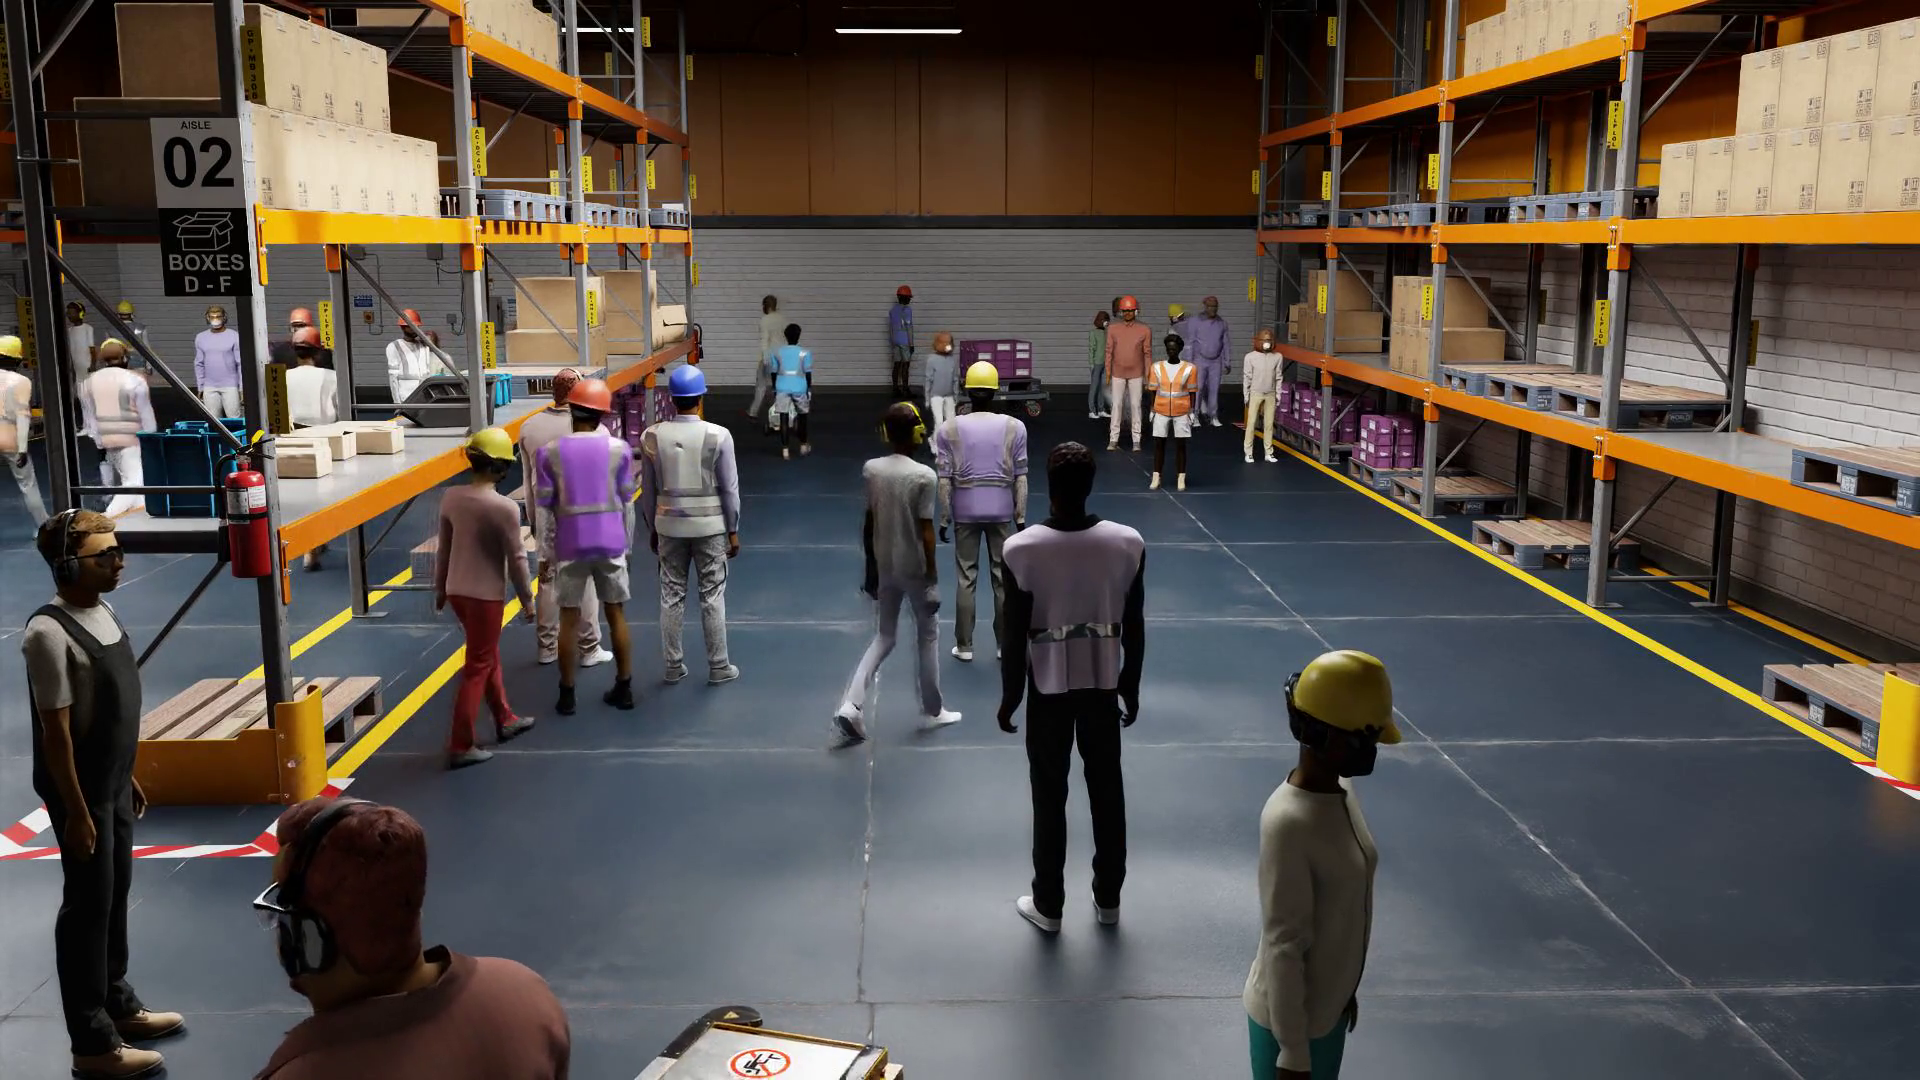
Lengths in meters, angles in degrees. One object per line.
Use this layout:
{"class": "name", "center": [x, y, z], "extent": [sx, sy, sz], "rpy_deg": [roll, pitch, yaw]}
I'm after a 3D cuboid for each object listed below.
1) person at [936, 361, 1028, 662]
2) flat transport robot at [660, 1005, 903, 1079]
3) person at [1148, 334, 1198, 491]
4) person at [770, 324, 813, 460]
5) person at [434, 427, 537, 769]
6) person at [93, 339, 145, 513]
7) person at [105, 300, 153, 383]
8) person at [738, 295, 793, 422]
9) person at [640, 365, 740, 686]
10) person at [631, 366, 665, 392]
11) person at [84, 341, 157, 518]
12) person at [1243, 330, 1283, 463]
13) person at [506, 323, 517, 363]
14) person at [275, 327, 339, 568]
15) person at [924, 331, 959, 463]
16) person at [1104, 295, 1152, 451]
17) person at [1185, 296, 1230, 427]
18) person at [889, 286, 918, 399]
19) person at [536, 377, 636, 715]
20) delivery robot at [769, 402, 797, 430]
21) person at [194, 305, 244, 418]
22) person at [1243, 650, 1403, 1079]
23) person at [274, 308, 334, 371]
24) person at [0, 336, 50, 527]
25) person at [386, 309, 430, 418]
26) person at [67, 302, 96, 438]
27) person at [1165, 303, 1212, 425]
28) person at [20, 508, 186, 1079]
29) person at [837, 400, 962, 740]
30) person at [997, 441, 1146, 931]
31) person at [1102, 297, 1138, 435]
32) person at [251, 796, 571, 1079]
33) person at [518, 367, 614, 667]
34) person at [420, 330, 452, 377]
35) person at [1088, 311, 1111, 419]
{"class": "person", "center": [0.139, -0.173, 10.625], "extent": [0.586, 1.928, 0.364], "rpy_deg": [-1, 10, -5]}
{"class": "flat transport robot", "center": [-0.702, 1.726, 4.663], "extent": [0.652, 0.197, 1.431], "rpy_deg": [3, 11, 17]}
{"class": "person", "center": [2.292, -1.373, 17.953], "extent": [0.535, 1.697, 0.322], "rpy_deg": [3, 11, 15]}
{"class": "person", "center": [-2.086, -1.853, 20.709], "extent": [0.557, 1.647, 0.827], "rpy_deg": [1, 10, 5]}
{"class": "person", "center": [-2.410, 0.277, 8.651], "extent": [0.533, 1.732, 0.785], "rpy_deg": [7, 12, 34]}
{"class": "person", "center": [-8.252, -1.094, 16.288], "extent": [0.744, 1.732, 0.589], "rpy_deg": [8, 13, 37]}
{"class": "person", "center": [-11.977, -2.535, 24.038], "extent": [0.590, 1.837, 0.404], "rpy_deg": [-2, 10, -14]}
{"class": "person", "center": [-2.821, -2.650, 24.520], "extent": [1.005, 1.885, 0.658], "rpy_deg": [7, 12, 34]}
{"class": "person", "center": [-1.617, -0.078, 10.036], "extent": [0.605, 1.951, 0.382], "rpy_deg": [2, 10, 9]}
{"class": "person", "center": [-4.584, -2.563, 24.226], "extent": [1.030, 1.827, 0.561], "rpy_deg": [-5, 11, -27]}
{"class": "person", "center": [-7.494, -0.865, 14.838], "extent": [0.639, 1.807, 0.817], "rpy_deg": [3, 11, 15]}
{"class": "person", "center": [3.680, -1.745, 20.235], "extent": [0.492, 1.625, 0.284], "rpy_deg": [-2, 10, -10]}
{"class": "person", "center": [-5.950, -2.219, 22.900], "extent": [0.530, 1.600, 0.788], "rpy_deg": [7, 12, 32]}
{"class": "person", "center": [-5.408, -0.774, 13.862], "extent": [0.597, 1.982, 1.103], "rpy_deg": [-1, 10, -5]}
{"class": "person", "center": [-0.258, -1.730, 20.164], "extent": [0.525, 1.614, 0.489], "rpy_deg": [-8, 13, -38]}
{"class": "person", "center": [2.156, -2.137, 21.378], "extent": [0.608, 1.995, 0.377], "rpy_deg": [2, 10, 11]}
{"class": "person", "center": [3.603, -2.589, 24.177], "extent": [0.664, 1.897, 0.411], "rpy_deg": [-3, 11, -16]}
{"class": "person", "center": [-0.970, -3.386, 28.527], "extent": [0.374, 1.928, 0.542], "rpy_deg": [-9, 14, -42]}
{"class": "person", "center": [-2.118, 0.036, 9.491], "extent": [0.556, 1.922, 0.424], "rpy_deg": [-2, 10, -11]}
{"class": "delivery robot", "center": [-2.454, -1.771, 23.093], "extent": [0.477, 0.478, 0.707], "rpy_deg": [0, 10, 0]}
{"class": "person", "center": [-8.711, -1.794, 19.622], "extent": [0.636, 1.939, 0.364], "rpy_deg": [1, 10, 4]}
{"class": "person", "center": [0.845, 1.116, 3.924], "extent": [0.328, 1.760, 0.524], "rpy_deg": [5, 11, 25]}
{"class": "person", "center": [-6.981, -1.489, 17.825], "extent": [0.654, 1.966, 0.777], "rpy_deg": [-2, 10, -10]}
{"class": "person", "center": [-8.465, -0.862, 14.686], "extent": [0.661, 1.857, 0.921], "rpy_deg": [0, 10, 3]}
{"class": "person", "center": [-6.097, -1.600, 18.549], "extent": [0.358, 1.938, 0.542], "rpy_deg": [6, 12, 32]}
{"class": "person", "center": [-12.061, -2.336, 22.881], "extent": [0.508, 1.862, 0.325], "rpy_deg": [5, 11, 27]}
{"class": "person", "center": [3.329, -2.560, 24.317], "extent": [0.612, 1.796, 0.723], "rpy_deg": [-8, 13, -39]}
{"class": "person", "center": [-2.783, 0.810, 5.379], "extent": [0.346, 1.846, 0.506], "rpy_deg": [-2, 10, -10]}
{"class": "person", "center": [-0.317, 0.170, 8.955], "extent": [0.544, 1.846, 0.811], "rpy_deg": [8, 13, 37]}
{"class": "person", "center": [0.436, 0.577, 6.473], "extent": [0.587, 1.920, 0.391], "rpy_deg": [-2, 10, -13]}
{"class": "person", "center": [2.223, -2.406, 23.076], "extent": [0.637, 1.924, 0.430], "rpy_deg": [-7, 12, -33]}
{"class": "person", "center": [-0.846, 1.302, 2.475], "extent": [0.403, 1.904, 0.651], "rpy_deg": [4, 11, 23]}
{"class": "person", "center": [-2.448, -0.138, 10.527], "extent": [0.647, 1.900, 0.403], "rpy_deg": [3, 11, 17]}
{"class": "person", "center": [-6.317, -1.685, 19.871], "extent": [0.531, 1.623, 0.424], "rpy_deg": [0, 10, -2]}
{"class": "person", "center": [2.153, -2.670, 25.355], "extent": [0.507, 1.631, 0.265], "rpy_deg": [-10, 14, -43]}
